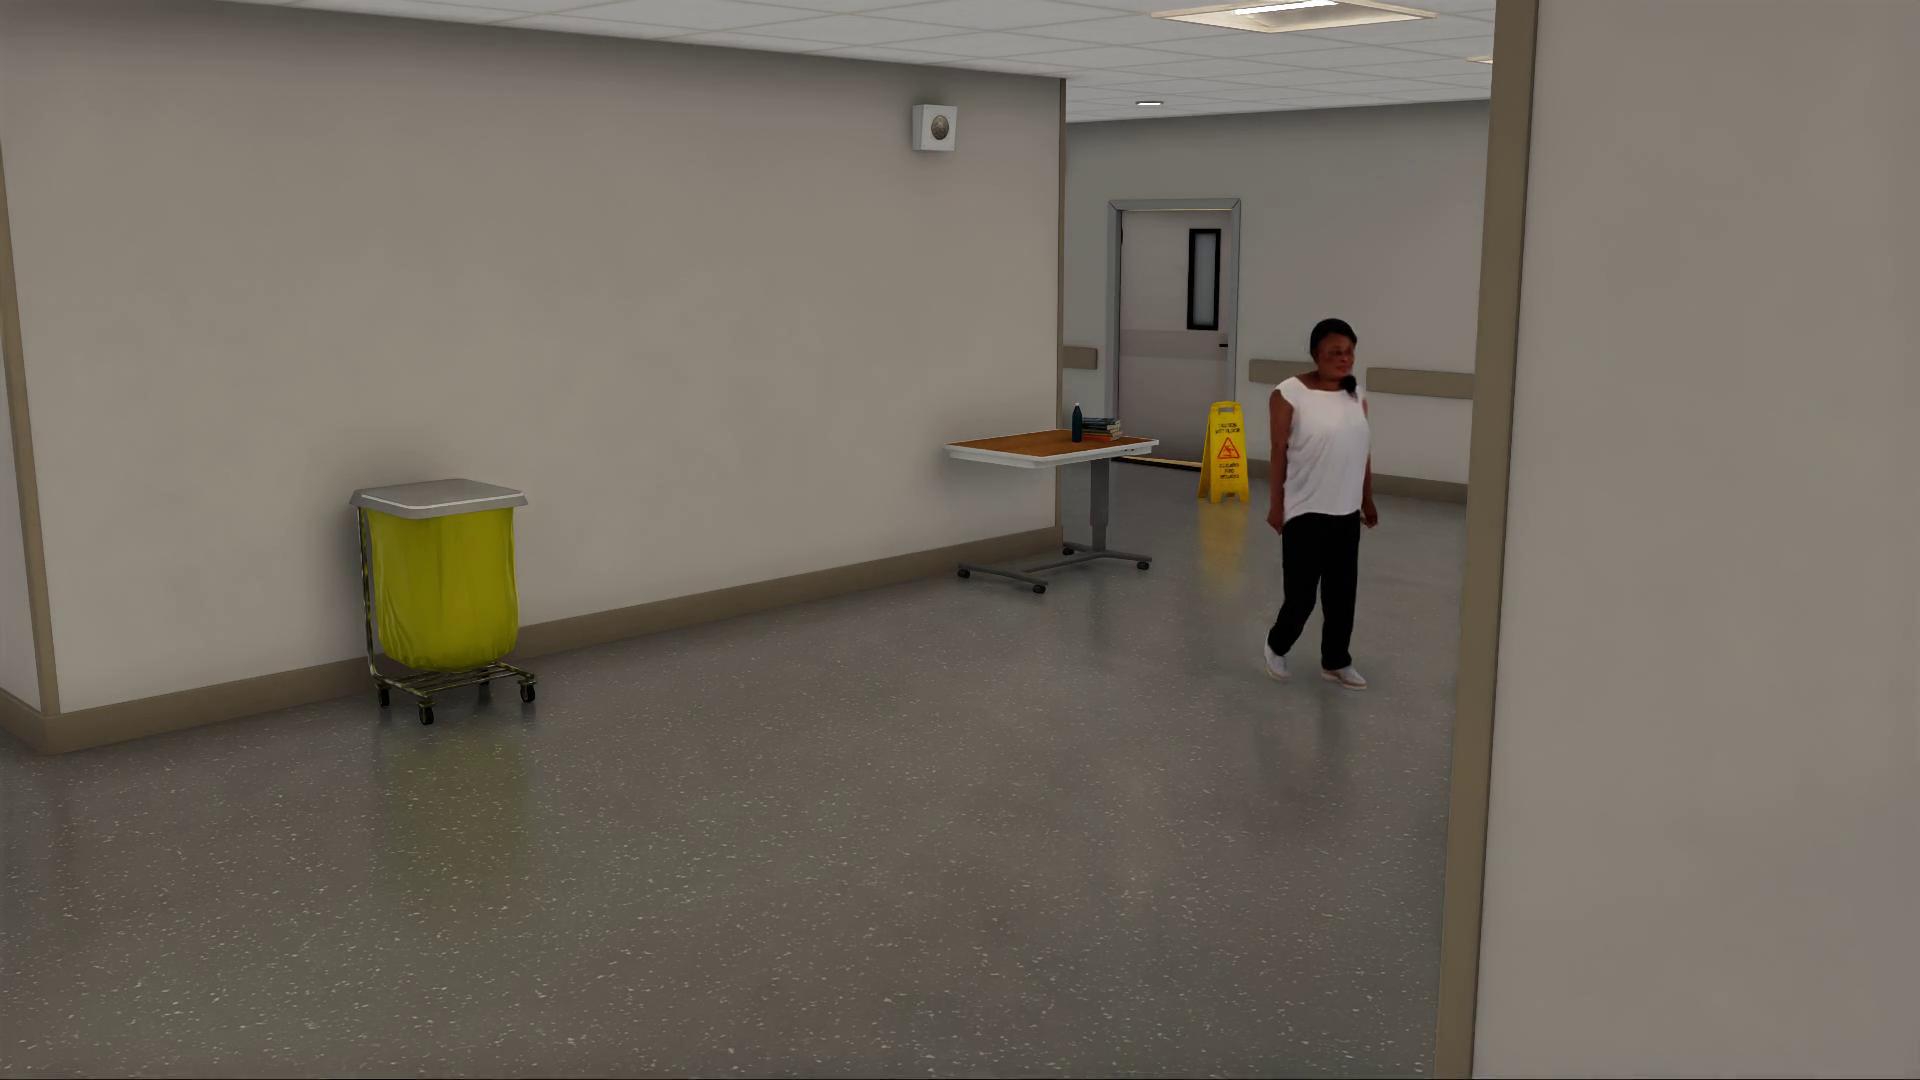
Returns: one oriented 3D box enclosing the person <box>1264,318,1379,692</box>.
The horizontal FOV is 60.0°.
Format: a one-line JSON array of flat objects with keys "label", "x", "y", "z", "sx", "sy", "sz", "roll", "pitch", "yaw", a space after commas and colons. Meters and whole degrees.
[{"label": "person", "x": 1.648, "y": -0.173, "z": 7.628, "sx": 0.765, "sy": 1.681, "sz": 0.801, "roll": -5, "pitch": 12, "yaw": -27}]
